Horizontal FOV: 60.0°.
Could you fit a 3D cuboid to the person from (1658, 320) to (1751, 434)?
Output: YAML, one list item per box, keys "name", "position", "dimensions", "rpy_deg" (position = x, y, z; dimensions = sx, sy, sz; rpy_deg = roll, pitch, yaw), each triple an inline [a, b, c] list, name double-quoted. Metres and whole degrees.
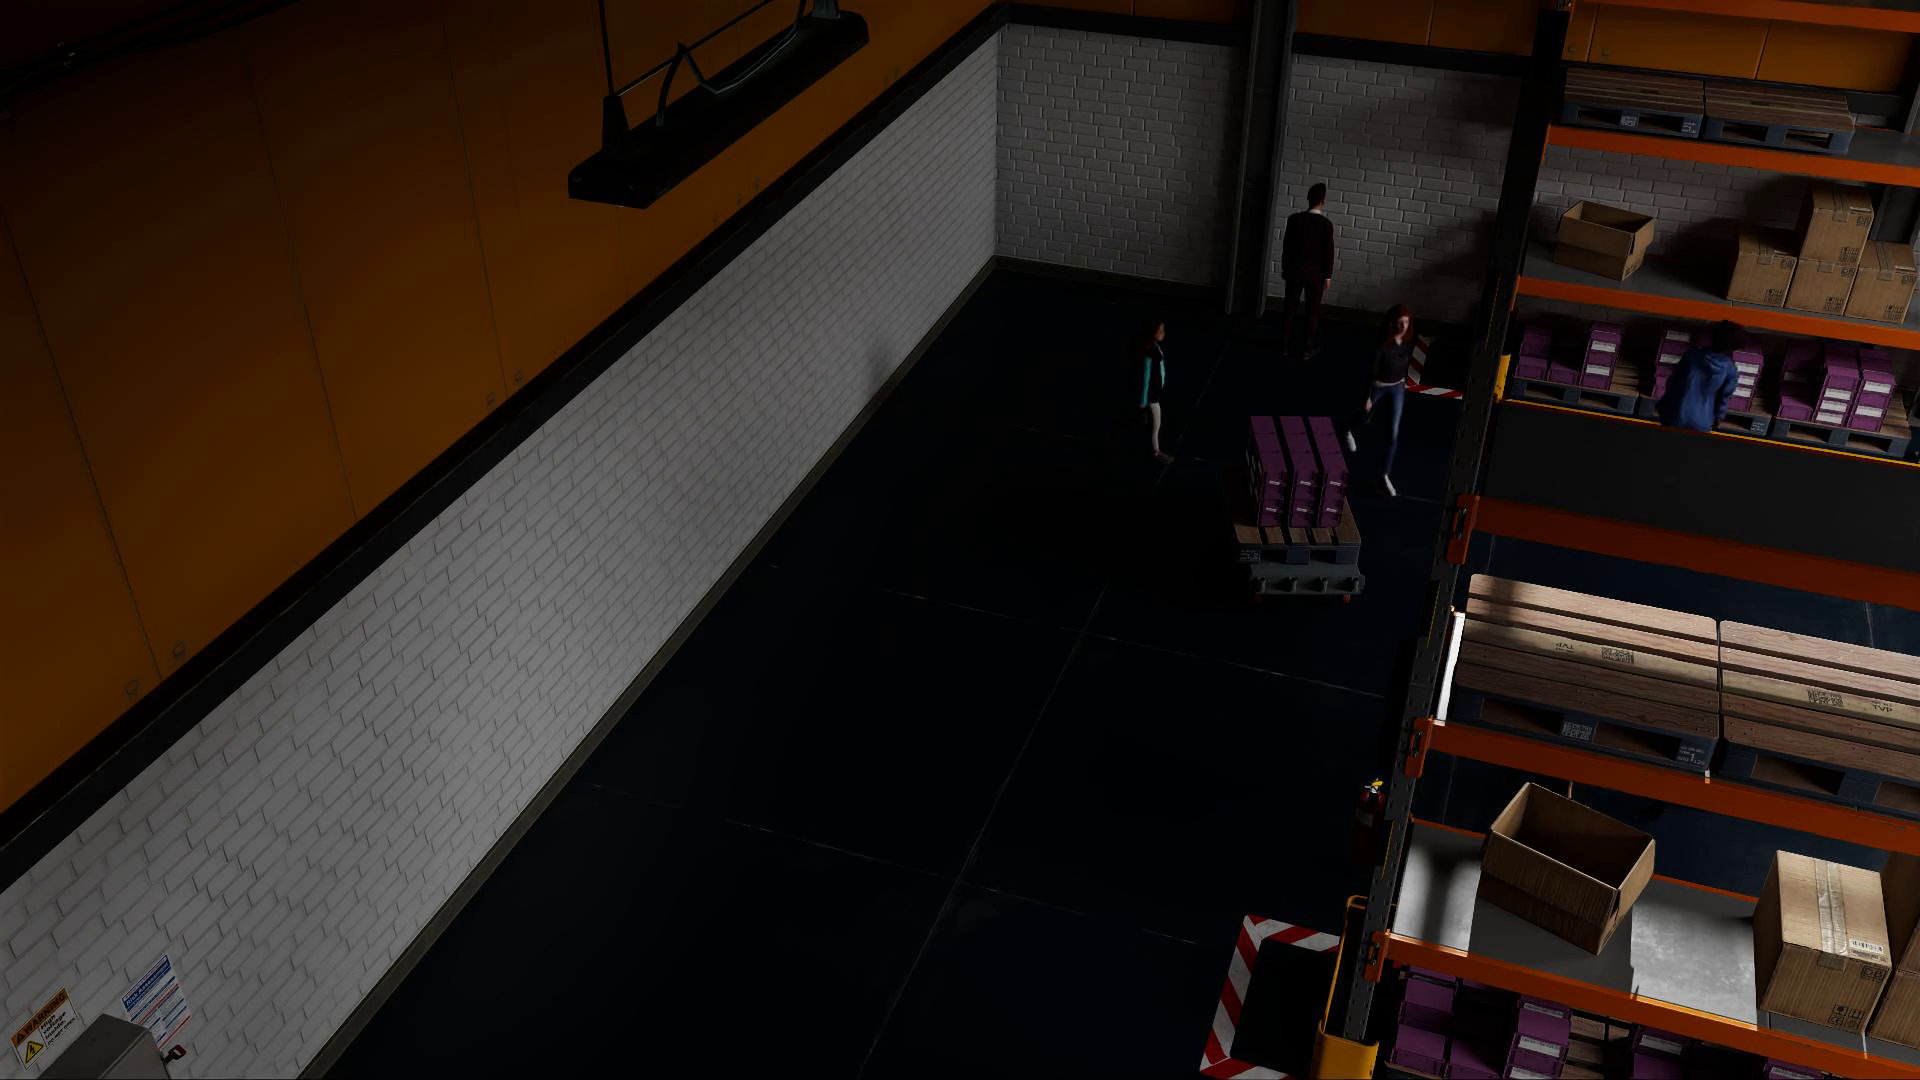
- name: "person"
  position: [6.403, -1.133, 14.664]
  dimensions: [0.588, 1.793, 0.902]
  rpy_deg: [5, 34, 8]

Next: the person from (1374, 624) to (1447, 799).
- name: "person"
  position: [3.106, 1.195, 11.251]
  dimensions: [0.793, 1.695, 0.678]
  rpy_deg: [-25, 41, -33]

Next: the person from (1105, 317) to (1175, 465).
- name: "person"
  position: [1.677, -1.389, 15.329]
  dimensions: [0.923, 1.484, 0.644]
  rpy_deg: [7, 34, 11]

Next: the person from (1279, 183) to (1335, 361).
- name: "person"
  position: [3.543, -2.748, 17.030]
  dimensions: [0.563, 1.864, 0.778]
  rpy_deg: [17, 37, 23]

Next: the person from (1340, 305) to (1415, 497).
- name: "person"
  position: [3.787, -1.348, 15.032]
  dimensions: [1.246, 1.745, 1.148]
  rpy_deg: [-8, 34, -11]
